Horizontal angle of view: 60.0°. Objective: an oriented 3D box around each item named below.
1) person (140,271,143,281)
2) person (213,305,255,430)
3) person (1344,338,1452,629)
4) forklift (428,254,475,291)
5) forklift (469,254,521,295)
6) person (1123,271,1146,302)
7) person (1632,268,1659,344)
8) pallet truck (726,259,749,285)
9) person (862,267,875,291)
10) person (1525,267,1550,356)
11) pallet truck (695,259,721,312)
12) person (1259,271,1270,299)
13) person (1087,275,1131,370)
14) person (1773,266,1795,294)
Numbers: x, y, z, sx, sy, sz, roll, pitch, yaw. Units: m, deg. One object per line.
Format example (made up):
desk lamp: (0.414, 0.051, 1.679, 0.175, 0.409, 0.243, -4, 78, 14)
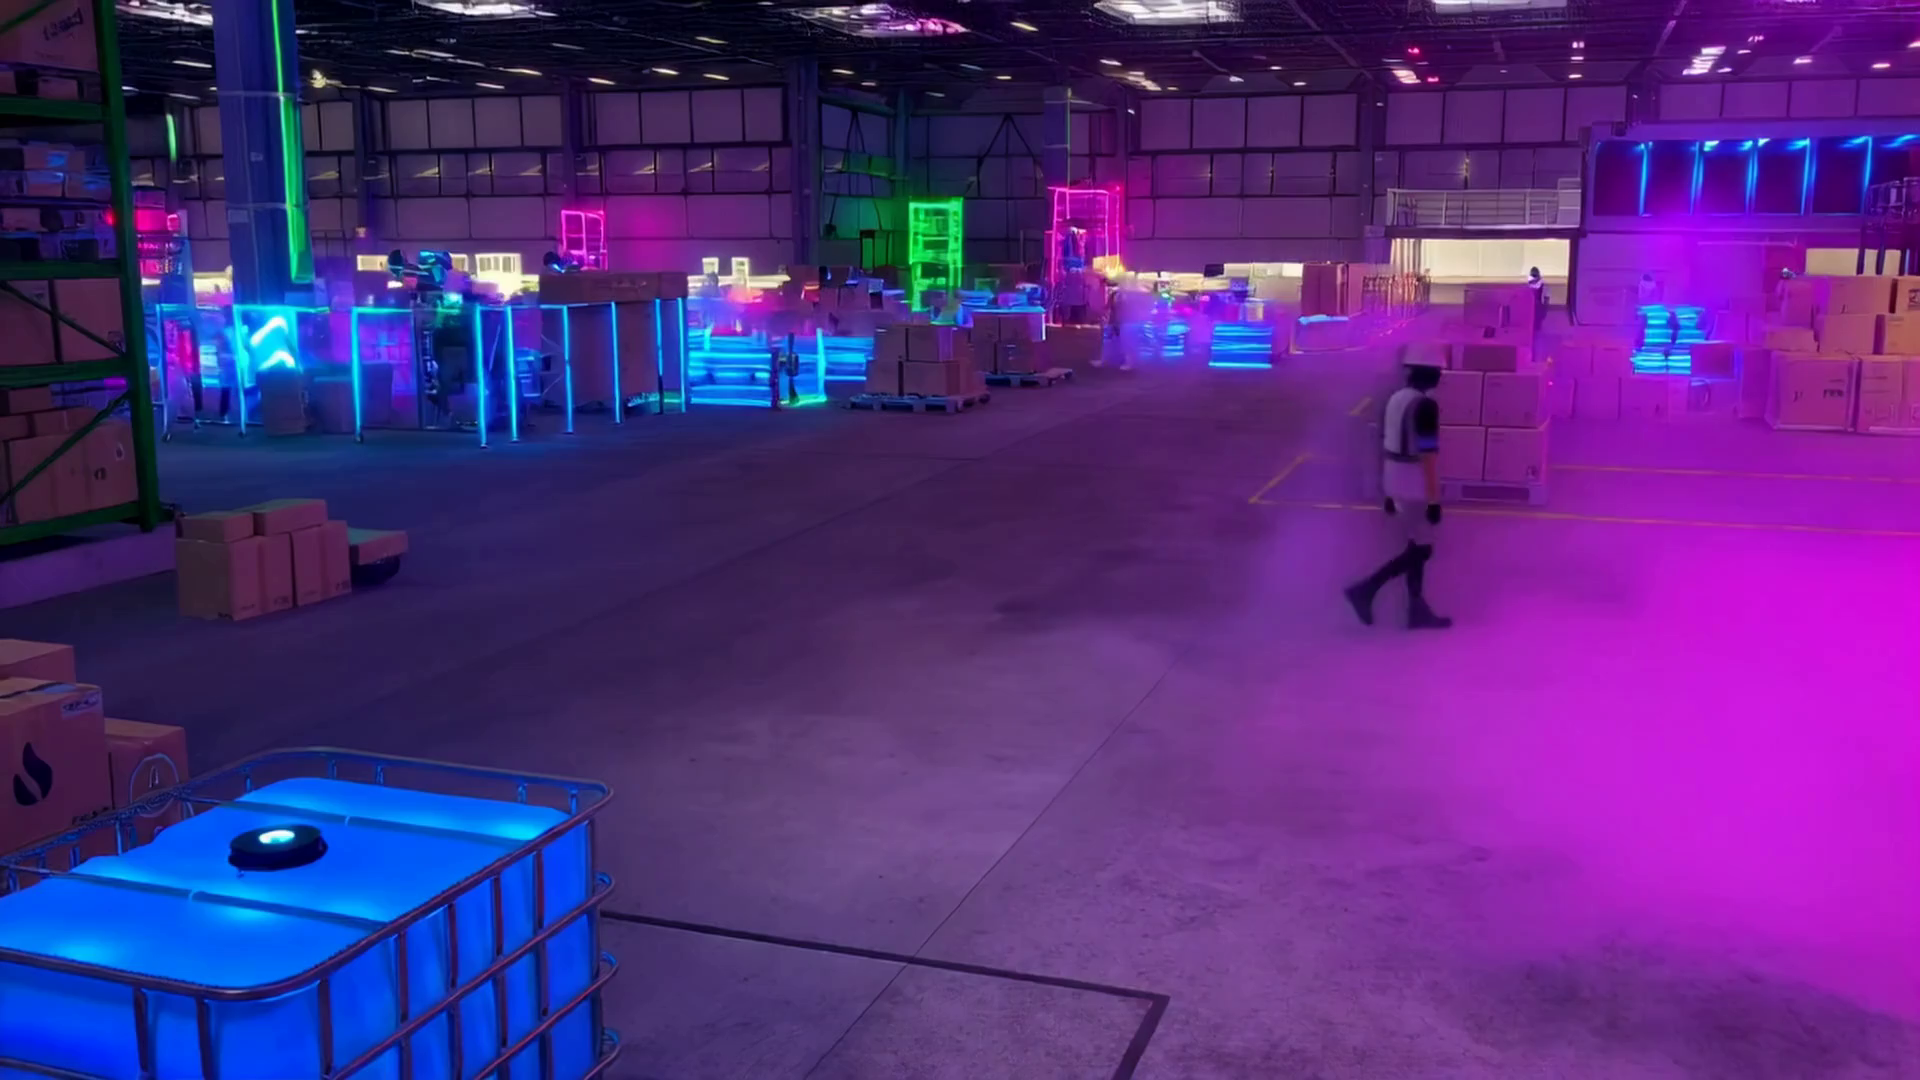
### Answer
person: (-27.989, -8.536, 56.706, 0.621, 1.973, 0.736, 5, 11, 28)
person: (-9.855, -2.342, 22.595, 0.317, 1.695, 0.540, 8, 13, 39)
person: (2.861, -0.336, 10.677, 0.707, 1.914, 0.557, -1, 10, -8)
forklift: (-20.133, -10.254, 65.465, 1.157, 1.987, 2.680, 3, 11, 19)
forklift: (-17.990, -10.121, 64.684, 1.157, 1.987, 2.680, 3, 11, 17)
person: (4.248, -5.683, 40.950, 0.596, 1.851, 0.792, 4, 11, 21)
person: (17.312, -5.893, 41.974, 0.385, 1.917, 0.584, -7, 12, -34)
pallet truck: (-7.986, -9.493, 62.019, 0.823, 1.965, 1.885, 3, 11, 17)
person: (-2.547, -6.705, 46.677, 0.326, 1.871, 0.520, 8, 13, 39)
person: (12.859, -5.160, 37.497, 0.695, 2.000, 0.920, 6, 12, 32)
pallet truck: (-9.165, -9.627, 62.776, 0.823, 1.965, 1.885, 4, 11, 23)
person: (9.303, -7.349, 50.711, 0.436, 1.722, 0.661, 7, 12, 34)
person: (3.021, -4.367, 33.459, 0.963, 1.891, 0.549, 3, 10, 14)
person: (18.399, -5.083, 37.078, 0.639, 2.041, 0.407, 1, 10, 4)
